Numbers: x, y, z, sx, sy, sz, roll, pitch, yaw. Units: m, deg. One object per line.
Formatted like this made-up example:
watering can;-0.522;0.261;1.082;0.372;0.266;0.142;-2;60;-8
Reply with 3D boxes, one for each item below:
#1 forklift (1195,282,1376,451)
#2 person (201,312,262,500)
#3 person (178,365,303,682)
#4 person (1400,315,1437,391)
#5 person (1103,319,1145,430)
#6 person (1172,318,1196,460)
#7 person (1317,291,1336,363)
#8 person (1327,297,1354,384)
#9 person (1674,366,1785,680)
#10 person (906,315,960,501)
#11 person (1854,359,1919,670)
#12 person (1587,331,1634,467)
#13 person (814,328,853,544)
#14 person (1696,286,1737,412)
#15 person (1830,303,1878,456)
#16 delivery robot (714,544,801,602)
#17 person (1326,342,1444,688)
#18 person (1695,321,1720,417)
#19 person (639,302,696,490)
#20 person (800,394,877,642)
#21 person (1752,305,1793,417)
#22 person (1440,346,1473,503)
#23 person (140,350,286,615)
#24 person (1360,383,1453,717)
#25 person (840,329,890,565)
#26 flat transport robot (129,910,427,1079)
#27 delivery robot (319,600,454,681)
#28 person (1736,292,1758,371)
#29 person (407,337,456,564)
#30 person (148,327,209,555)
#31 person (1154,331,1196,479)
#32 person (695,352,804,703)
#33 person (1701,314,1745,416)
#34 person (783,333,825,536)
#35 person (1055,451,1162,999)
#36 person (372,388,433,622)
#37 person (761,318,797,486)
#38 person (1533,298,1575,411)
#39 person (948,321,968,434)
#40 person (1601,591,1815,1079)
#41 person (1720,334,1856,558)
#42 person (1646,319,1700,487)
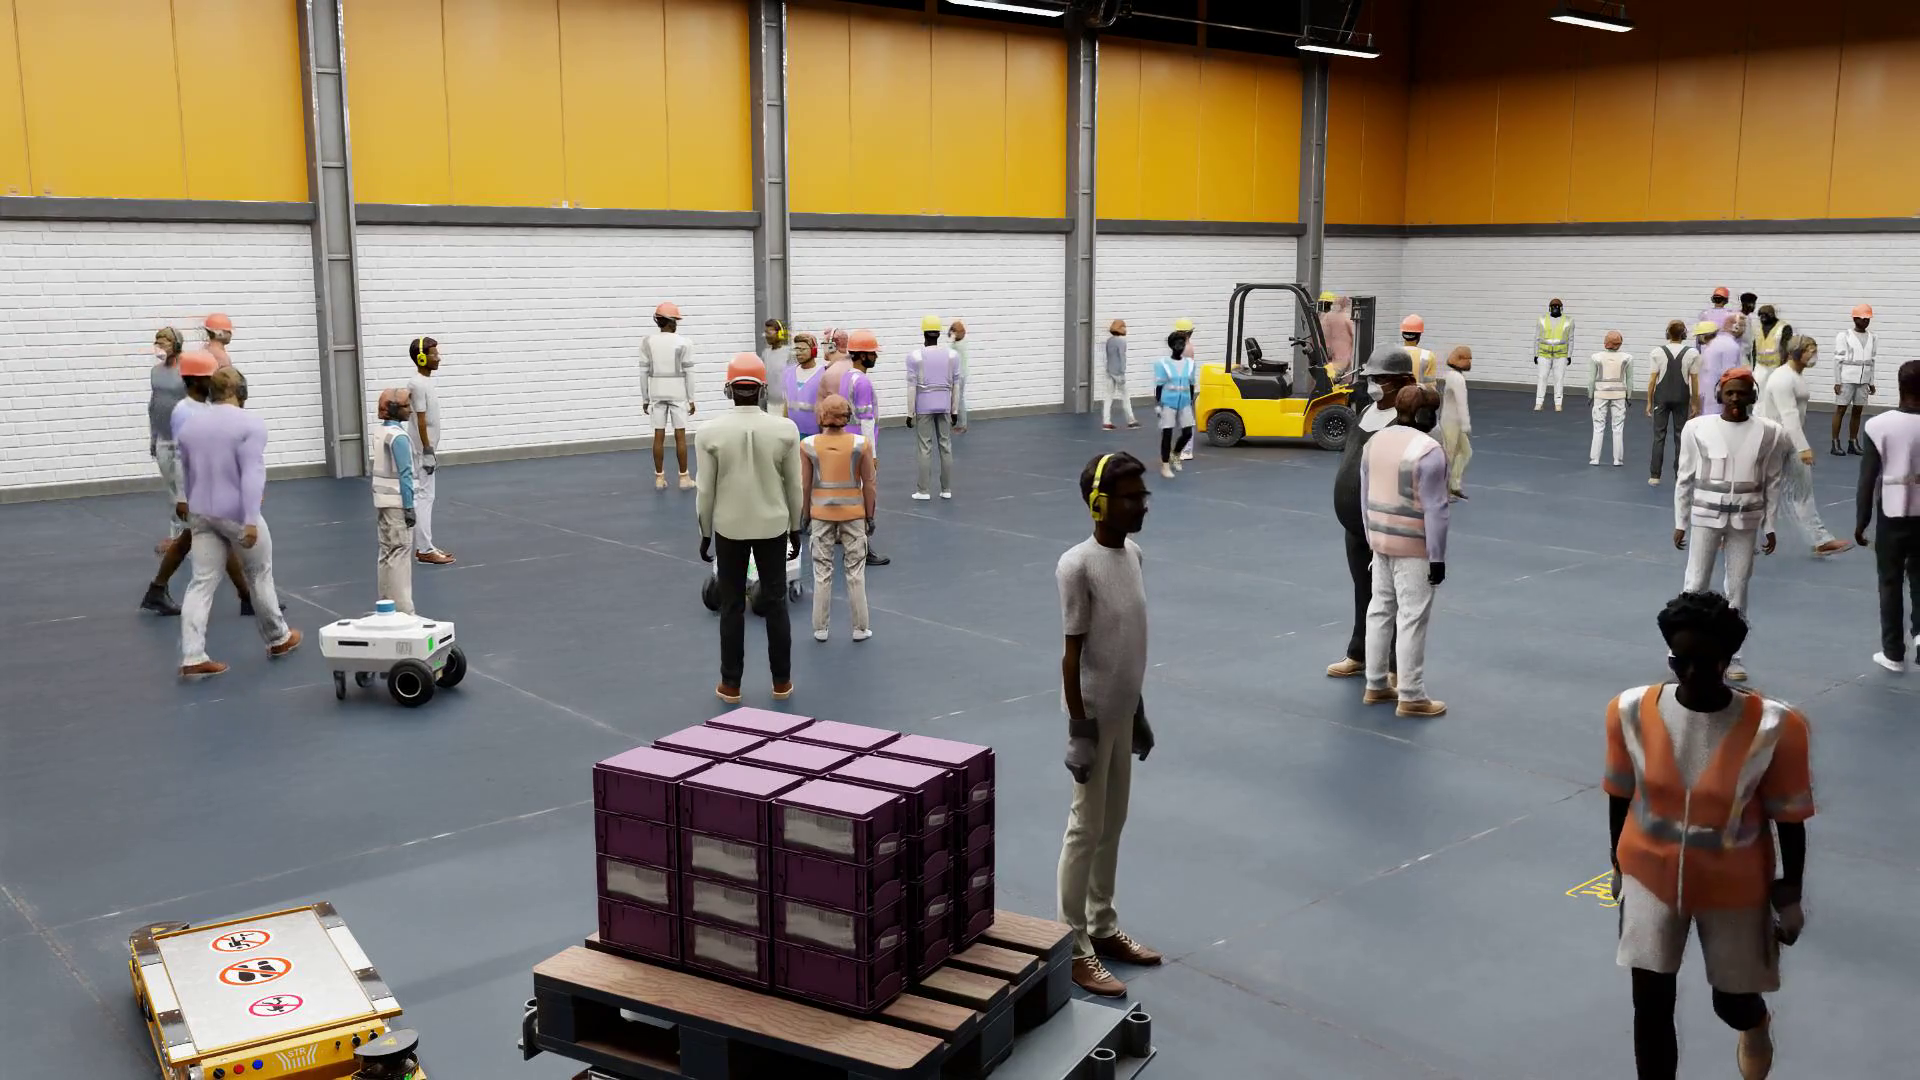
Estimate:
forklift;4.328;-2.346;22.227;2.313;2.155;1.214;3;10;16
person;-7.559;-1.317;16.857;0.771;1.971;0.627;-8;13;-39
person;-4.457;-0.121;10.177;0.658;1.860;1.015;2;10;14
person;4.583;-1.323;16.987;0.543;1.938;0.357;5;11;25
person;2.368;-2.415;24.304;0.671;1.607;0.527;-5;11;-29
person;2.777;-1.875;20.721;0.312;1.768;0.529;1;10;5
person;6.271;-3.288;28.515;0.360;1.930;0.589;-1;10;-4
person;6.475;-3.118;27.743;0.989;1.844;0.737;-3;10;-15
person;4.587;-0.097;9.966;0.577;1.882;0.349;3;10;17
person;-0.290;-1.366;17.269;0.587;1.927;0.364;-4;10;-22
person;5.786;-0.145;10.156;0.604;1.906;0.442;2;10;11
person;7.838;-1.700;20.063;0.522;1.639;0.305;3;10;18
person;-1.084;-0.917;14.700;0.402;1.906;0.652;2;10;13
person;12.249;-3.076;26.942;0.613;2.041;0.392;7;12;35
person;11.387;-2.034;21.145;0.543;1.940;0.361;-1;10;-5
delivery robot;-1.453;0.176;11.977;0.477;0.478;0.707;5;11;28
person;2.457;-0.140;9.758;0.538;2.000;0.681;-4;11;-24
person;9.113;-1.794;20.298;0.378;1.750;0.538;6;12;33
person;-3.163;-1.557;18.057;0.609;2.040;0.394;1;10;6
person;-0.800;-0.135;10.908;0.511;1.639;0.308;0;10;2
person;12.135;-2.621;24.999;0.728;1.795;0.621;-7;12;-35
person;5.112;-1.168;17.032;0.535;1.618;0.519;2;10;12
person;-5.342;-0.388;11.662;0.976;1.895;0.559;-2;10;-10
person;2.489;0.050;9.234;0.429;1.839;0.633;-4;11;-23
person;-0.800;-0.759;13.687;0.362;1.938;0.545;-4;11;-23
flat transport robot;-2.229;1.499;5.335;0.652;0.197;1.431;-6;11;-32
delivery robot;-3.293;0.589;9.559;0.707;0.478;0.477;1;10;7
person;12.685;-3.025;26.906;0.482;1.947;0.635;8;13;40
person;-4.397;-0.740;13.765;0.328;1.874;0.521;-3;10;-18
person;-6.671;-0.844;14.186;0.645;1.937;0.384;5;11;26
person;2.453;-1.539;19.011;0.538;1.686;0.386;-3;10;-17
person;-1.192;-0.065;9.455;0.612;1.995;0.377;-2;10;-14
person;8.897;-1.722;19.574;0.678;1.866;0.671;2;10;13
person;-1.356;-0.934;14.976;0.566;1.846;0.389;6;11;31
person;0.521;0.624;5.779;0.329;1.875;0.507;6;11;31
person;-3.873;-0.226;11.448;0.314;1.636;0.516;-7;12;-36
person;-1.945;-1.486;18.161;0.541;1.859;0.469;7;12;35
person;9.709;-3.025;27.233;0.624;1.844;0.429;4;10;21
person;-0.047;-2.330;23.861;0.279;1.613;0.650;-2;10;-10
person;2.081;0.920;4.636;0.541;1.669;0.653;7;12;36
person;6.955;-0.772;13.920;1.040;1.877;0.645;9;13;43
person;7.836;-1.502;18.310;0.519;1.842;0.330;4;10;20
